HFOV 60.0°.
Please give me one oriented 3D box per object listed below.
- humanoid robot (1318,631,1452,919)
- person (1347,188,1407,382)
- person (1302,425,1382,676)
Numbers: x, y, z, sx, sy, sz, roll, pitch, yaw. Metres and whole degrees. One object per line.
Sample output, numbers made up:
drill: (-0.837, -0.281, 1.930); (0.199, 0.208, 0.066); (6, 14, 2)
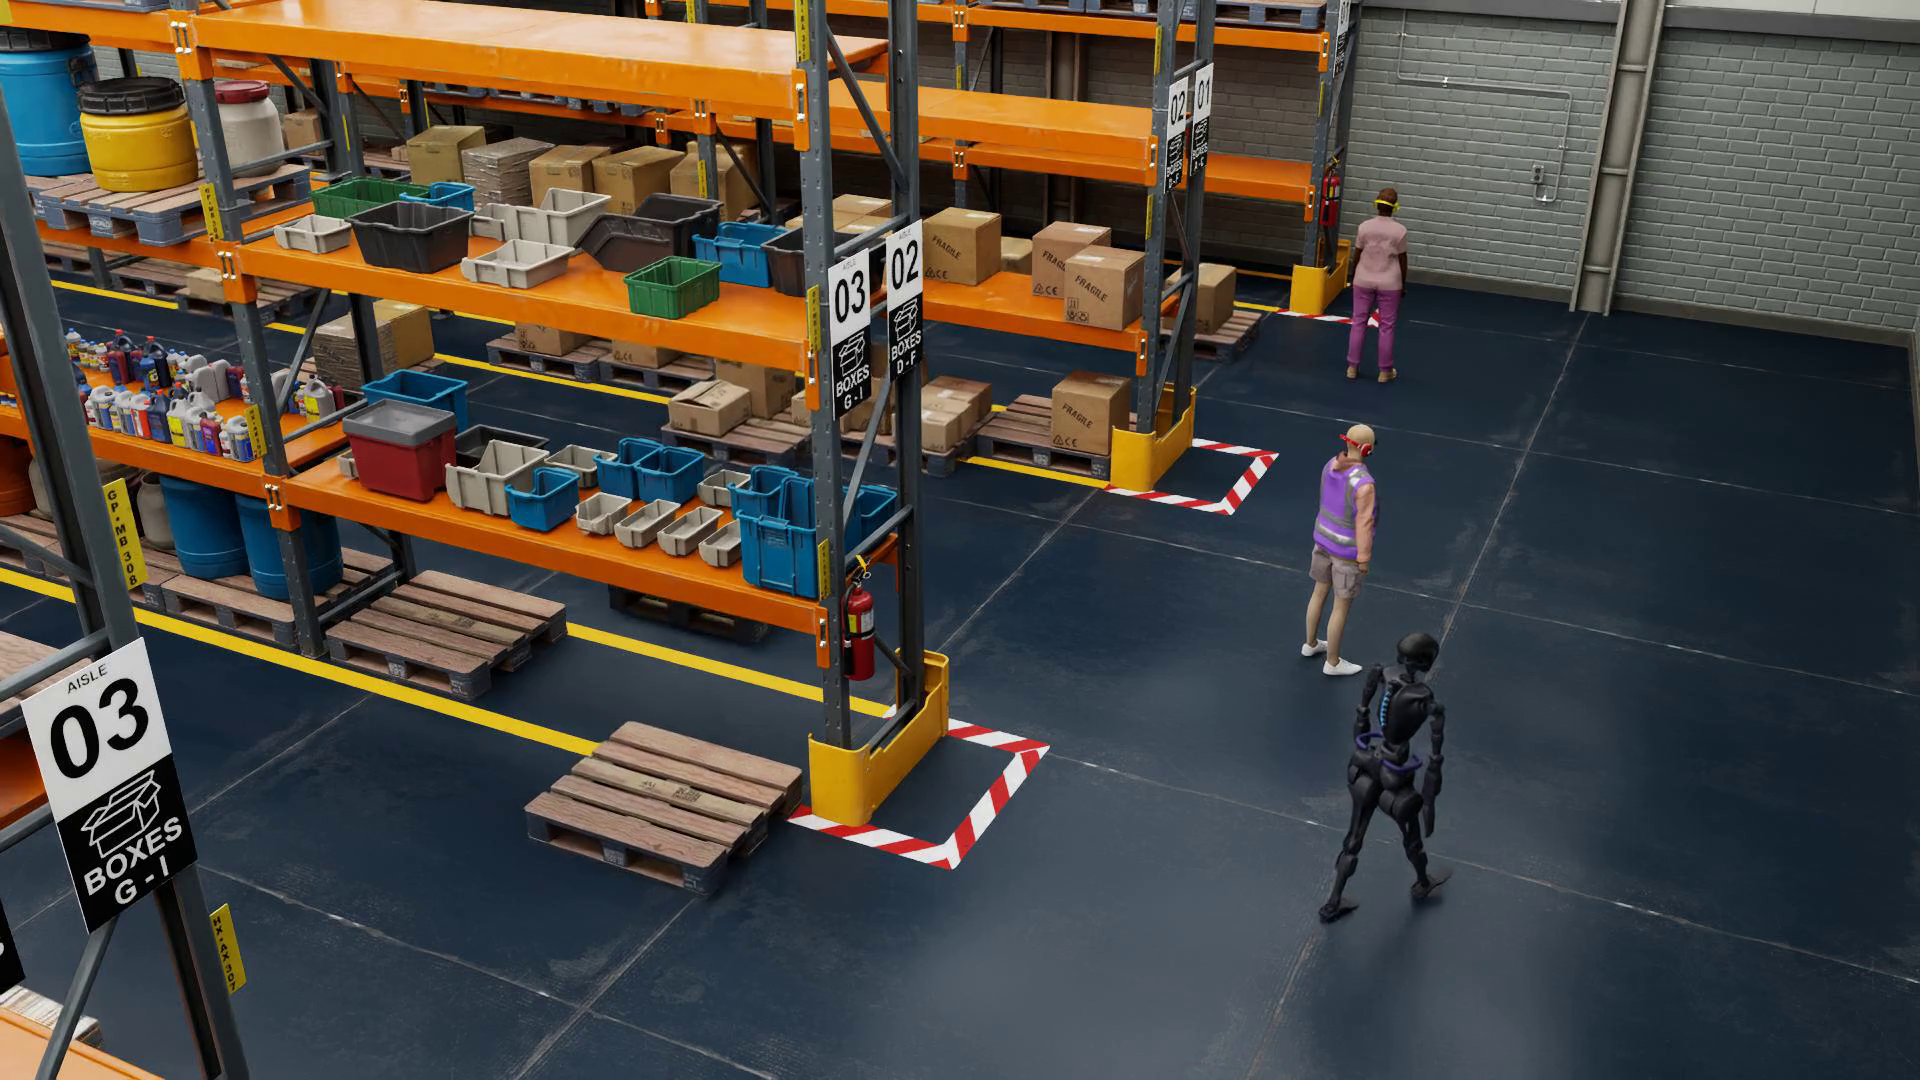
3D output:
humanoid robot: (2.205, 1.161, 8.402); (0.757, 1.630, 0.609); (-15, 30, -28)
person: (3.848, -2.349, 15.333); (0.528, 1.801, 0.336); (13, 29, 25)
person: (2.434, 0.060, 10.585); (0.349, 1.688, 0.489); (-11, 28, -21)
